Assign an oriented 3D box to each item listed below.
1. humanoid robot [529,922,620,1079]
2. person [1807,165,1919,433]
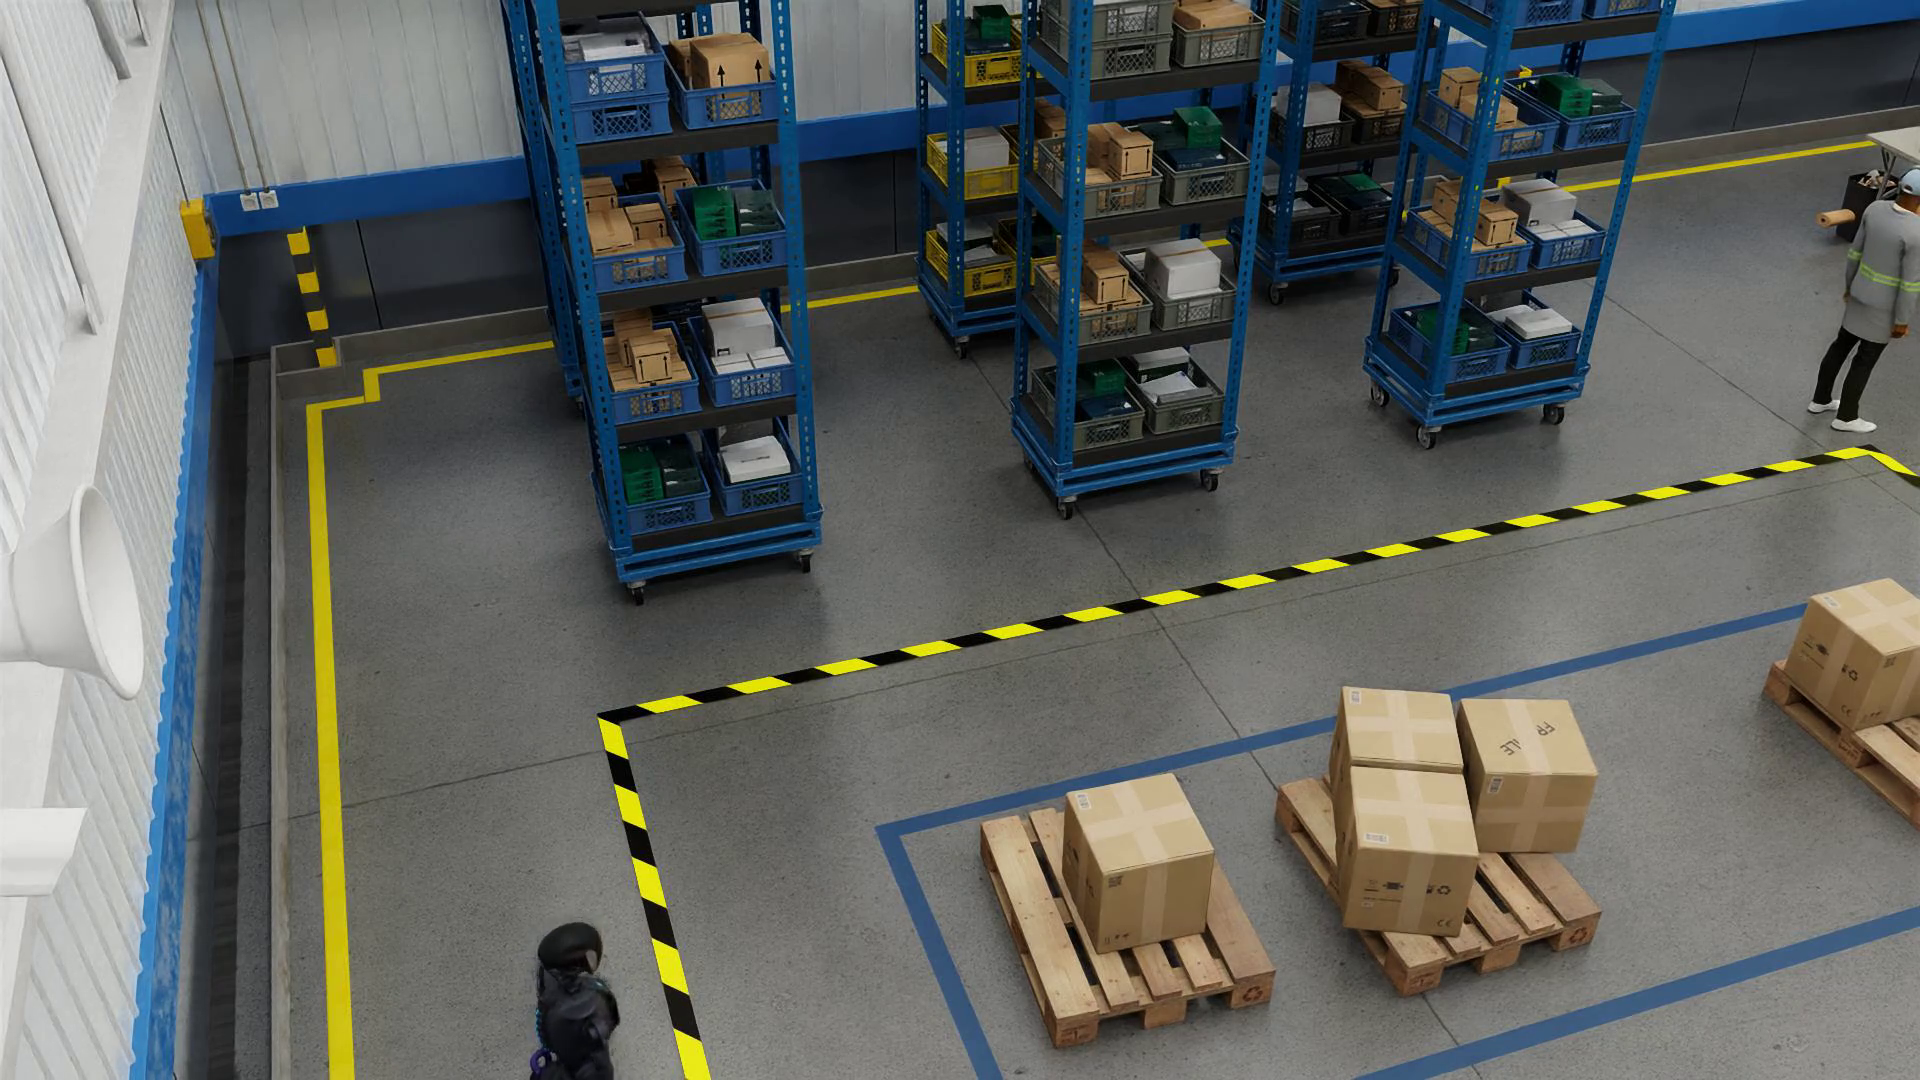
[{"bbox_3d":[-1.390,2.036,5.950,0.452,1.647,0.617,-23,41,-29],"label":"humanoid robot"},{"bbox_3d":[6.043,-1.581,10.923,0.376,1.852,0.596,-8,36,-11],"label":"person"}]
